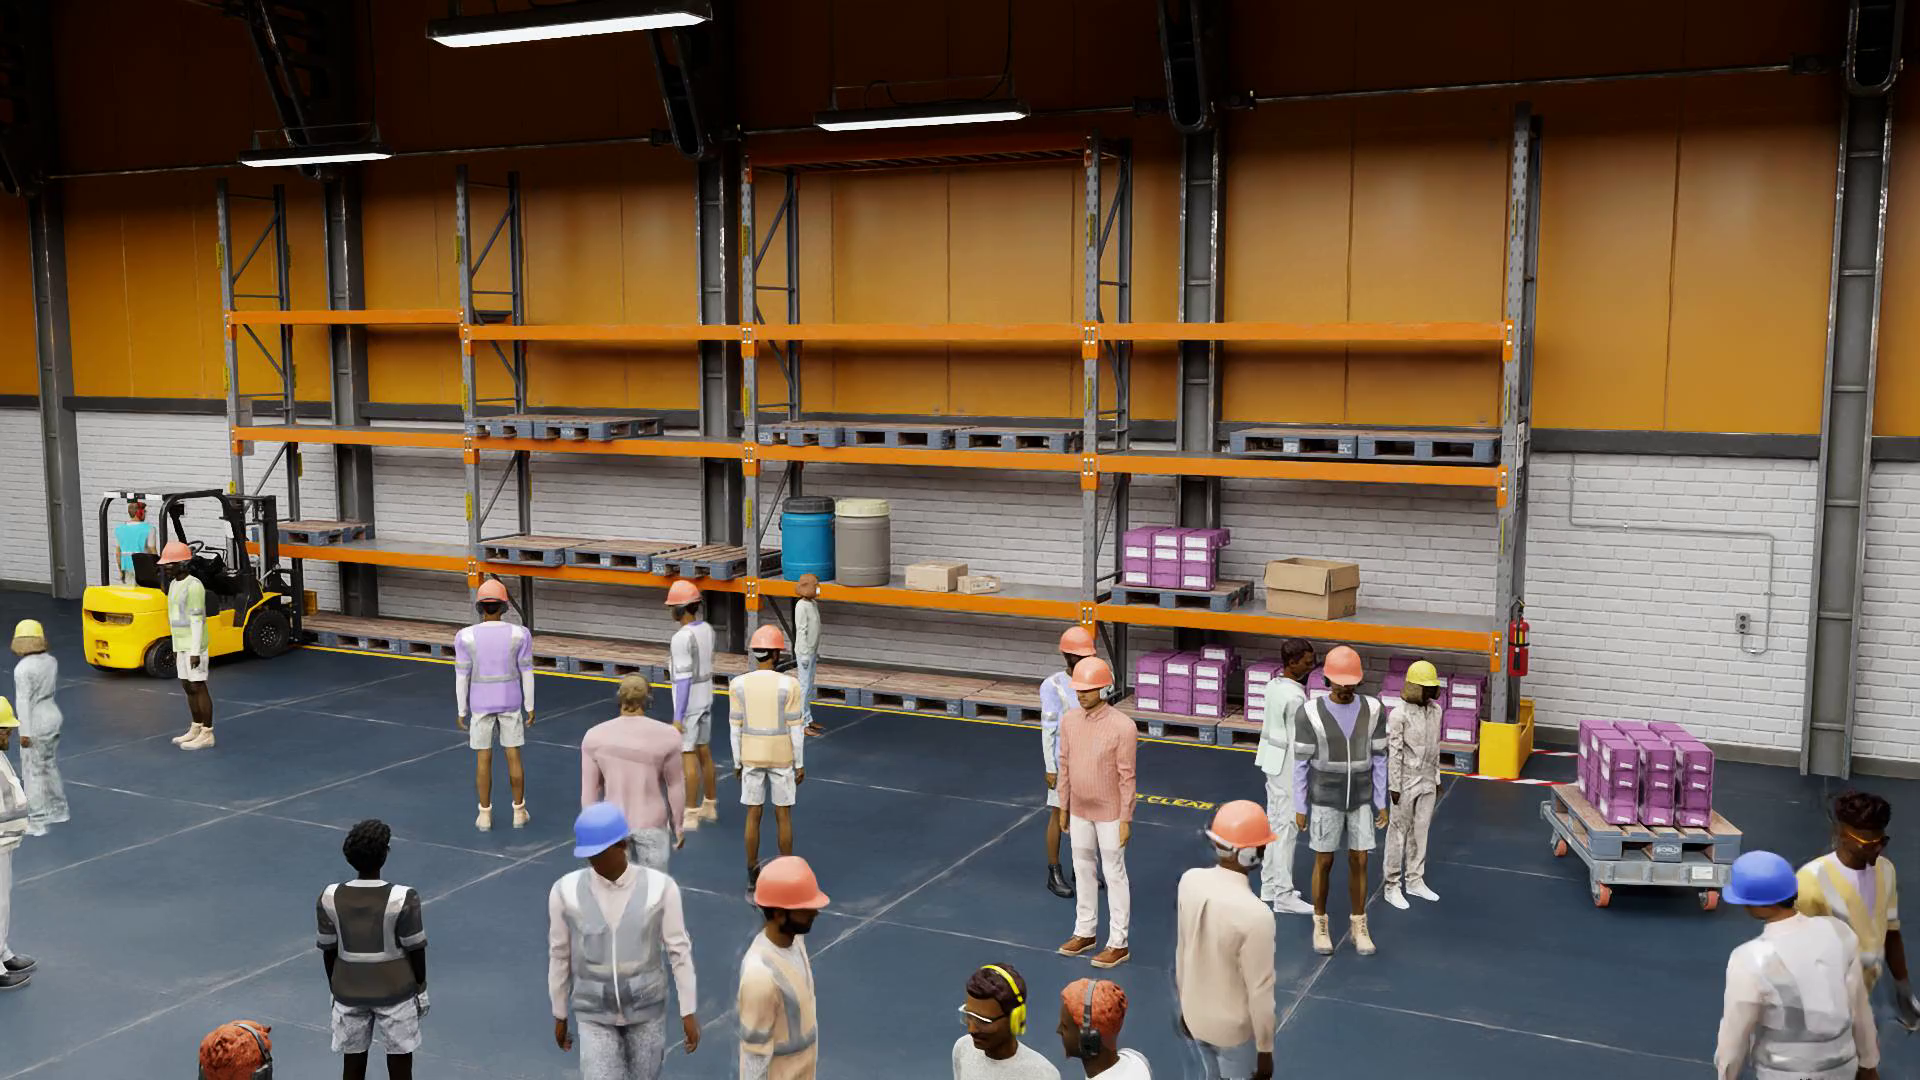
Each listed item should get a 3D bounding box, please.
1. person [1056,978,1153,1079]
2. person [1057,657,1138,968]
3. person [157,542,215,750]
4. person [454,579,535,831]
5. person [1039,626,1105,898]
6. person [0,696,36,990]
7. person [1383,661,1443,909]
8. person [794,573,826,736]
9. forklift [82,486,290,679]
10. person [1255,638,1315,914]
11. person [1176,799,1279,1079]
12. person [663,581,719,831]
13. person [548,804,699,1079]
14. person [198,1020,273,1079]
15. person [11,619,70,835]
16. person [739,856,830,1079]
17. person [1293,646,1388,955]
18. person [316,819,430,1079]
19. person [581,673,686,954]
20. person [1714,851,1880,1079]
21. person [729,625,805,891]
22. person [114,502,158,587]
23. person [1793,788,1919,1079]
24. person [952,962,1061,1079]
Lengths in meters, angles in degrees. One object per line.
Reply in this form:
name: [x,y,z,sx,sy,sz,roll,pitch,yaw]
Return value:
person: [0.487,2.382,5.577,0.355,1.876,0.574,3,7,21]
person: [0.856,1.719,10.604,0.608,1.987,0.403,6,9,41]
person: [-7.528,1.024,16.158,0.601,2.035,0.417,7,9,43]
person: [-3.777,1.335,13.529,0.615,2.038,0.395,-2,7,-17]
person: [0.831,1.577,11.950,0.545,1.938,0.356,-5,9,-37]
person: [-5.928,1.849,10.202,0.403,1.820,0.603,-3,8,-26]
person: [3.217,1.704,11.694,0.492,1.742,0.319,-4,8,-32]
person: [-1.523,1.144,16.757,0.286,1.636,0.498,1,7,8]
forklift: [-9.426,0.454,20.179,1.214,2.155,2.313,3,8,26]
person: [2.273,1.630,11.611,0.393,1.915,0.587,-1,7,-6]
person: [1.146,2.114,7.310,0.520,1.981,0.640,-4,8,-29]
person: [-2.208,1.349,13.501,0.486,2.040,0.624,2,7,15]
person: [-1.524,2.127,7.540,0.673,1.911,0.678,-1,7,-10]
person: [-2.236,2.425,5.205,0.582,1.879,0.360,2,7,15]
person: [-7.476,1.499,13.460,0.351,1.722,0.520,0,7,1]
person: [-0.804,2.213,6.808,0.783,1.920,0.550,0,7,4]
person: [2.466,1.679,10.755,0.620,2.028,0.410,-1,7,-4]
person: [-2.802,2.175,7.990,0.535,1.699,0.318,1,7,4]
person: [-2.021,1.790,10.343,0.634,1.924,0.404,0,7,-3]
person: [3.447,2.208,6.924,0.677,1.886,0.618,-3,8,-24]
person: [-1.380,1.576,12.001,0.542,1.928,0.374,1,7,9]
person: [-10.840,0.418,21.932,0.563,1.839,0.392,1,7,7]
person: [4.132,2.098,7.663,0.600,1.926,0.745,-4,8,-31]
person: [0.140,2.368,5.772,0.327,1.856,0.508,-7,10,-44]
